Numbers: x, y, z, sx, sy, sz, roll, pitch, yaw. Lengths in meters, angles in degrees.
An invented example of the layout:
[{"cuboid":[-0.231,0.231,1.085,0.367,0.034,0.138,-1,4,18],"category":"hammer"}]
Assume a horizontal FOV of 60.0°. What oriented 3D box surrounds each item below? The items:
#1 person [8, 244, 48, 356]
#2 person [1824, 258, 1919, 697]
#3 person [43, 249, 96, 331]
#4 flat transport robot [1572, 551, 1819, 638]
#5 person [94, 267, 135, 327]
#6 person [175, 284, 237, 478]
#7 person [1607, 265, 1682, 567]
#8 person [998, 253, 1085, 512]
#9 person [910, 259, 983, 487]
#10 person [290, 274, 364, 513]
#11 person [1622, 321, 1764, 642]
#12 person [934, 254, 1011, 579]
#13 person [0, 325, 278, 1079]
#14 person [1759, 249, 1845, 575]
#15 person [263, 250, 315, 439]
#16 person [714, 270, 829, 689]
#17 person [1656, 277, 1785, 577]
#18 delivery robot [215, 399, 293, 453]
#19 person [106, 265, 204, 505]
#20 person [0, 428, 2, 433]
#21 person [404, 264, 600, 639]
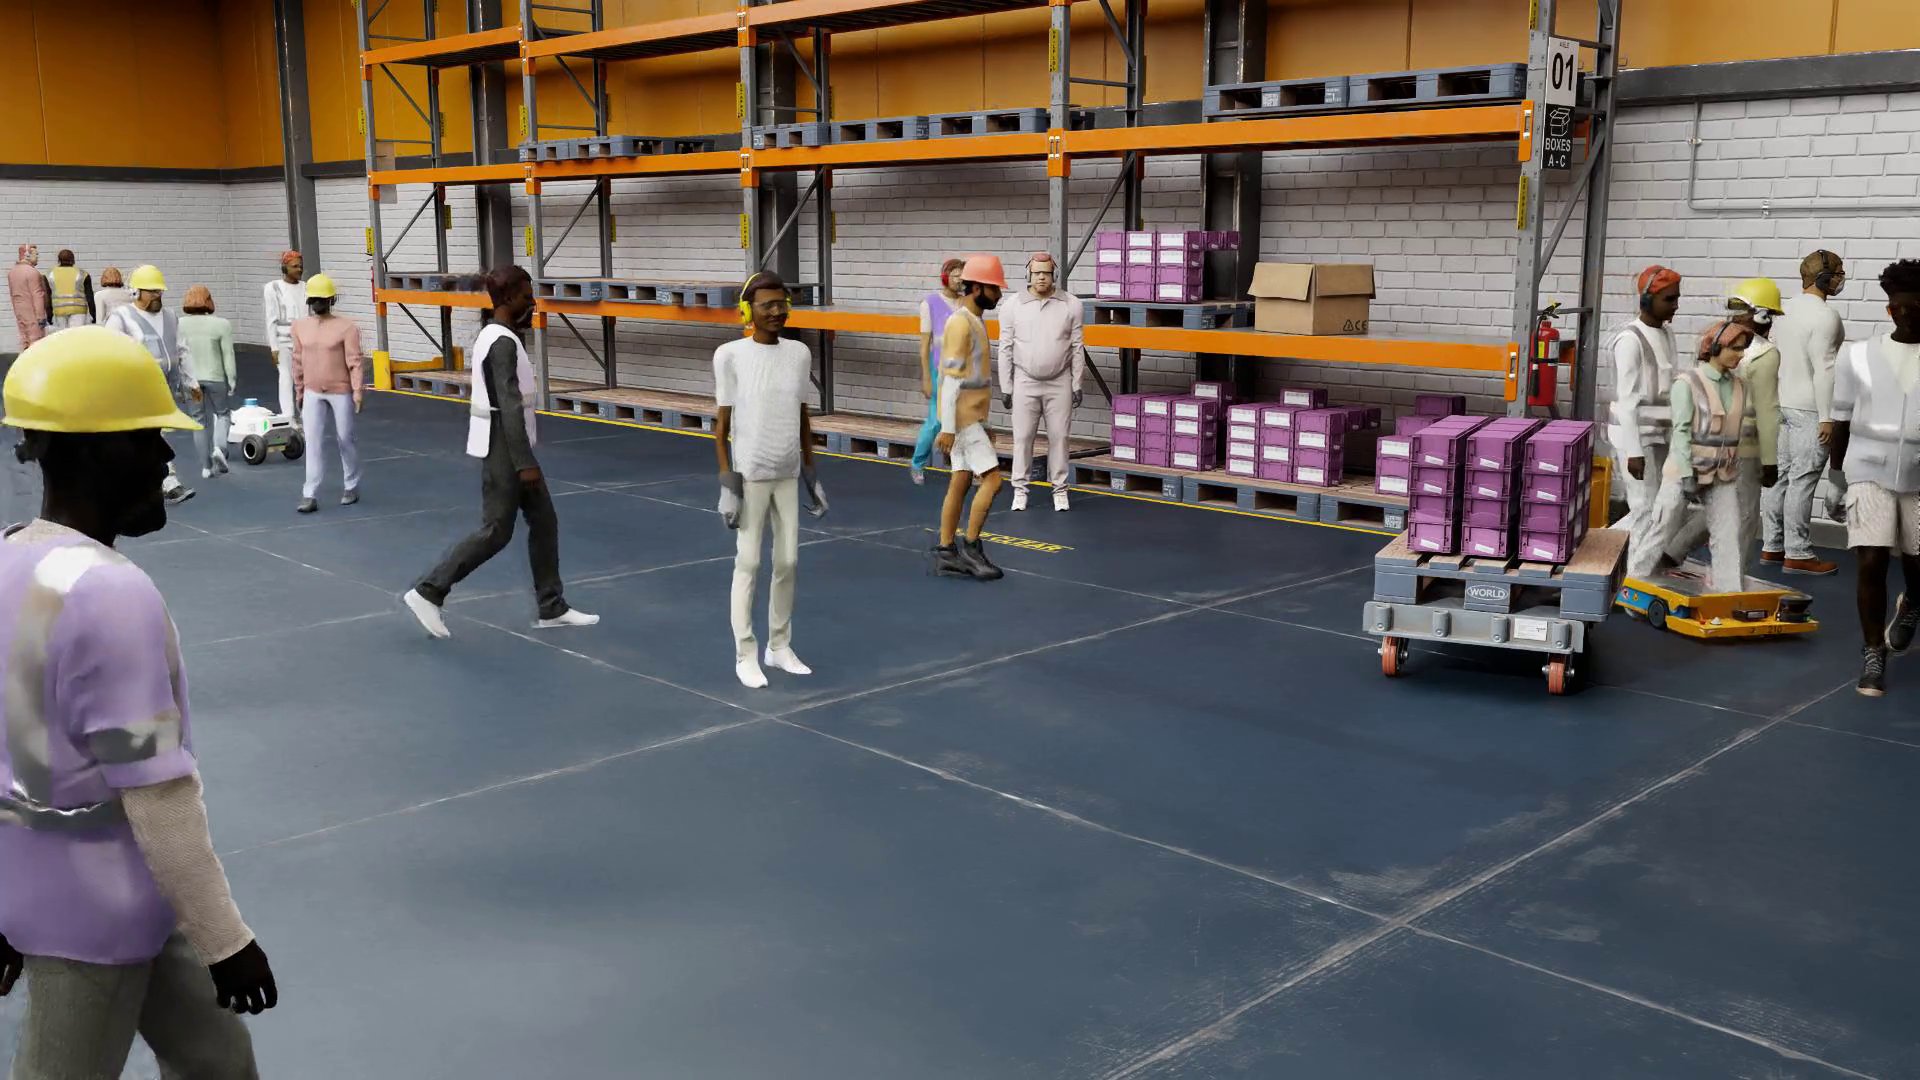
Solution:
[{"cuboid":[-12.557,-3.046,22.527,0.644,1.905,0.400,7,13,35],"category":"person"},{"cuboid":[4.246,-0.300,7.514,0.613,1.932,0.790,6,12,28],"category":"person"},{"cuboid":[-12.923,-3.312,24.234,0.647,1.803,0.876,-3,11,-17],"category":"person"},{"cuboid":[3.830,0.265,8.928,0.652,0.197,1.431,-2,11,-12],"category":"flat transport robot"},{"cuboid":[-10.295,-2.508,20.330,0.268,1.632,0.506,8,13,37],"category":"person"},{"cuboid":[-6.302,-1.318,13.873,0.513,1.619,0.389,-3,11,-17],"category":"person"},{"cuboid":[3.653,-0.543,8.988,0.547,1.868,0.590,10,14,44],"category":"person"},{"cuboid":[0.597,-1.145,12.196,0.636,1.900,0.400,0,10,-2],"category":"person"},{"cuboid":[-0.100,-1.332,13.429,0.596,1.863,0.539,-9,13,-39],"category":"person"},{"cuboid":[-4.678,-1.085,12.288,0.546,1.729,0.748,0,10,-1],"category":"person"},{"cuboid":[3.779,-0.328,8.547,0.523,1.598,0.846,-4,11,-20],"category":"person"},{"cuboid":[0.101,-0.708,9.753,0.599,1.908,0.559,2,11,9],"category":"person"},{"cuboid":[-1.480,0.591,2.780,0.984,1.886,0.586,-8,13,-38],"category":"person"},{"cuboid":[5.085,-0.765,9.997,0.373,1.940,0.629,0,10,1],"category":"person"},{"cuboid":[-6.586,-1.915,16.465,0.461,1.871,0.594,8,13,38],"category":"person"},{"cuboid":[-0.862,-0.279,7.540,0.529,1.874,0.327,-8,13,-36],"category":"person"},{"cuboid":[4.104,-0.499,8.925,0.588,1.805,0.650,-1,10,-6],"category":"person"},{"cuboid":[-6.344,-1.025,14.932,0.707,0.478,0.477,6,12,27],"category":"delivery robot"},{"cuboid":[-6.013,-1.161,12.551,0.881,1.785,0.616,4,11,22],"category":"person"},{"cuboid":[-10.104,-2.073,16.839,0.615,2.042,0.375,0,10,-1],"category":"person"},{"cuboid":[-2.345,-0.441,8.384,0.889,1.889,0.598,-2,11,-12],"category":"person"}]
